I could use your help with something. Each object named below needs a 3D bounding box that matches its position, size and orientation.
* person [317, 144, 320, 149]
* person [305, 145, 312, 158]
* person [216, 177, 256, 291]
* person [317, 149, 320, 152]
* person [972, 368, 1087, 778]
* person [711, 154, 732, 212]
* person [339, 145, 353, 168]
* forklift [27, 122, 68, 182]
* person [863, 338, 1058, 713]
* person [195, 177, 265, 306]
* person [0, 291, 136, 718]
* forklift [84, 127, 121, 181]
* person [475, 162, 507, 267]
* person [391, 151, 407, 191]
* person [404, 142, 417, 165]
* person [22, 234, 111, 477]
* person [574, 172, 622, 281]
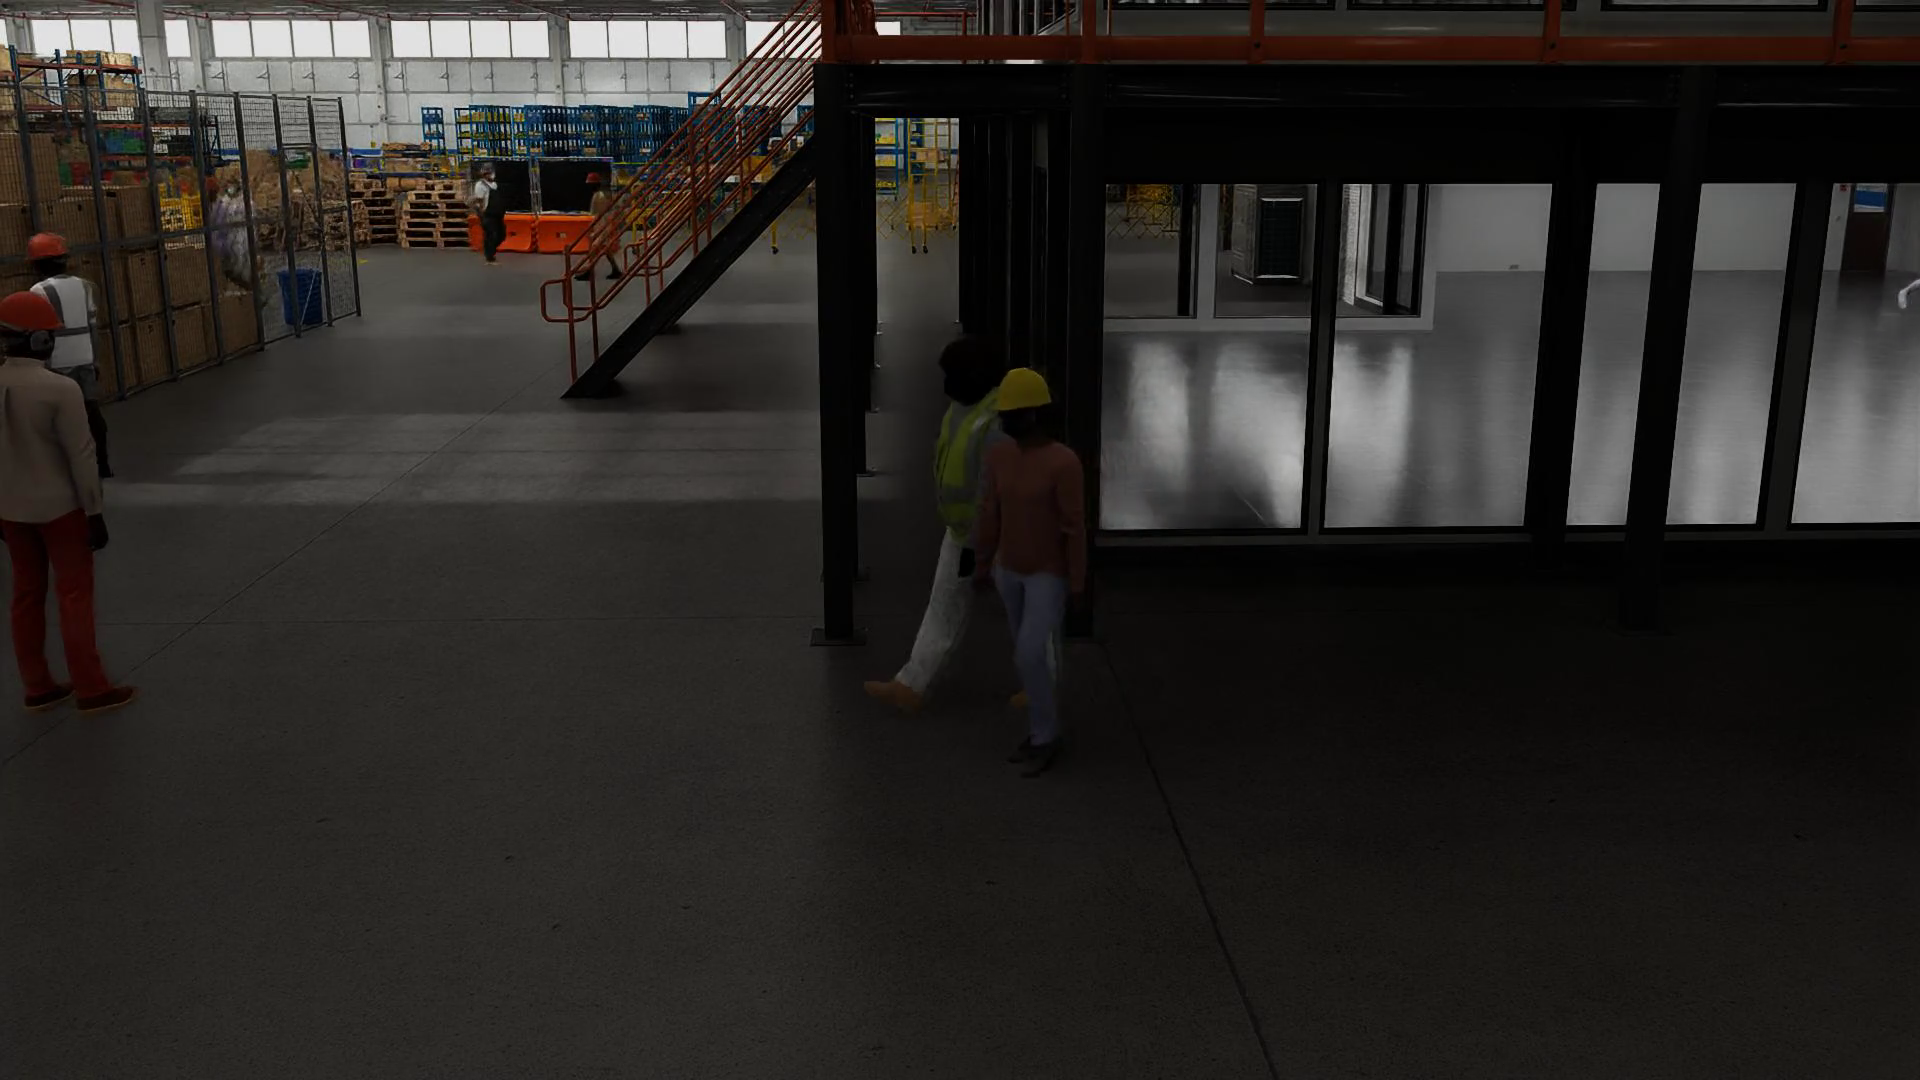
[{"bbox_3d":[-33.574,-19.739,86.614,0.728,1.713,0.505,-4,15,-16],"label":"person"},{"bbox_3d":[-32.646,-18.925,83.330,0.828,1.716,0.570,5,15,18],"label":"person"},{"bbox_3d":[-11.668,-4.896,26.856,0.638,1.918,0.673,-1,14,-5],"label":"person"},{"bbox_3d":[-31.059,-18.238,80.325,0.390,1.846,0.565,2,14,10],"label":"person"},{"bbox_3d":[0.280,0.142,7.056,0.515,1.747,0.546,-12,19,-41],"label":"person"},{"bbox_3d":[-7.735,-11.209,52.290,0.976,1.827,0.519,3,14,10],"label":"person"},{"bbox_3d":[-27.427,-16.756,74.428,0.590,1.833,0.404,1,14,6],"label":"person"},{"bbox_3d":[-35.376,-14.773,64.377,1.129,2.768,1.873,-1,14,-2],"label":"forklift"},{"bbox_3d":[0.059,-0.040,7.711,0.986,1.777,0.645,-7,15,-25],"label":"person"},{"bbox_3d":[-10.672,-4.245,24.097,1.005,2.008,0.619,-6,15,-23],"label":"person"},{"bbox_3d":[-4.250,-0.156,7.753,0.623,1.992,0.396,3,14,13],"label":"person"},{"bbox_3d":[-37.891,-16.977,73.187,1.129,2.768,1.873,-1,14,-2],"label":"forklift"},{"bbox_3d":[-9.132,-6.356,32.439,0.538,2.000,0.687,4,15,17],"label":"person"},{"bbox_3d":[-22.889,-15.039,67.412,0.971,1.912,0.599,-2,14,-6],"label":"person"},{"bbox_3d":[-26.661,-18.356,80.734,0.650,1.885,0.775,-12,19,-40],"label":"person"},{"bbox_3d":[-6.886,-1.384,12.844,0.373,1.924,0.631,4,15,16],"label":"person"},{"bbox_3d":[-6.457,-5.578,29.616,0.856,1.904,0.548,-3,14,-11],"label":"person"}]
